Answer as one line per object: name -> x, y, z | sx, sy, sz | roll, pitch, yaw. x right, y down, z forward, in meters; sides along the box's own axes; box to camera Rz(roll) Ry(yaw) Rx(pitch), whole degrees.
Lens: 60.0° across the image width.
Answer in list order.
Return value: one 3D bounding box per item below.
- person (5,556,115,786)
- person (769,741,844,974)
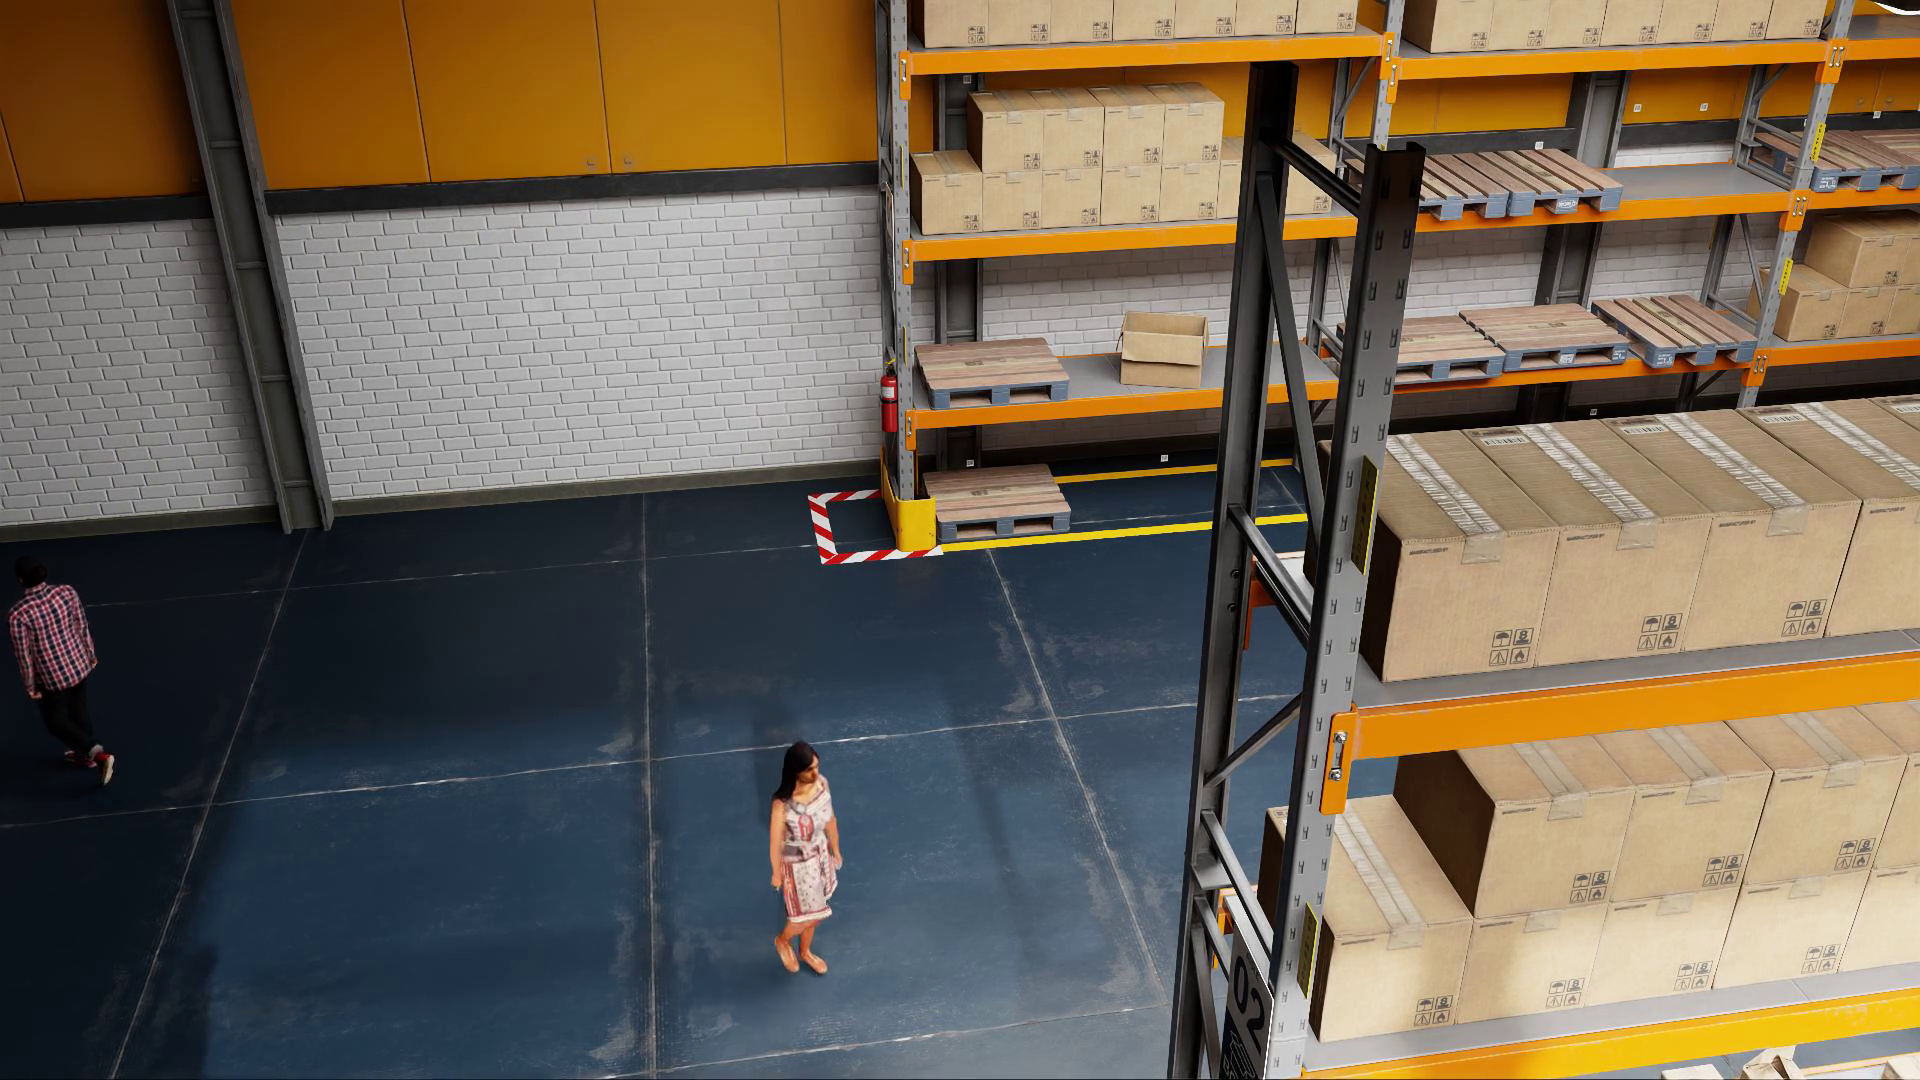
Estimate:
person -> -6.132, 0.899, 11.396 | 1.084, 1.744, 0.996 | 15, 32, 25
person -> -0.972, 1.845, 9.775 | 0.864, 1.635, 0.804 | 20, 35, 33
